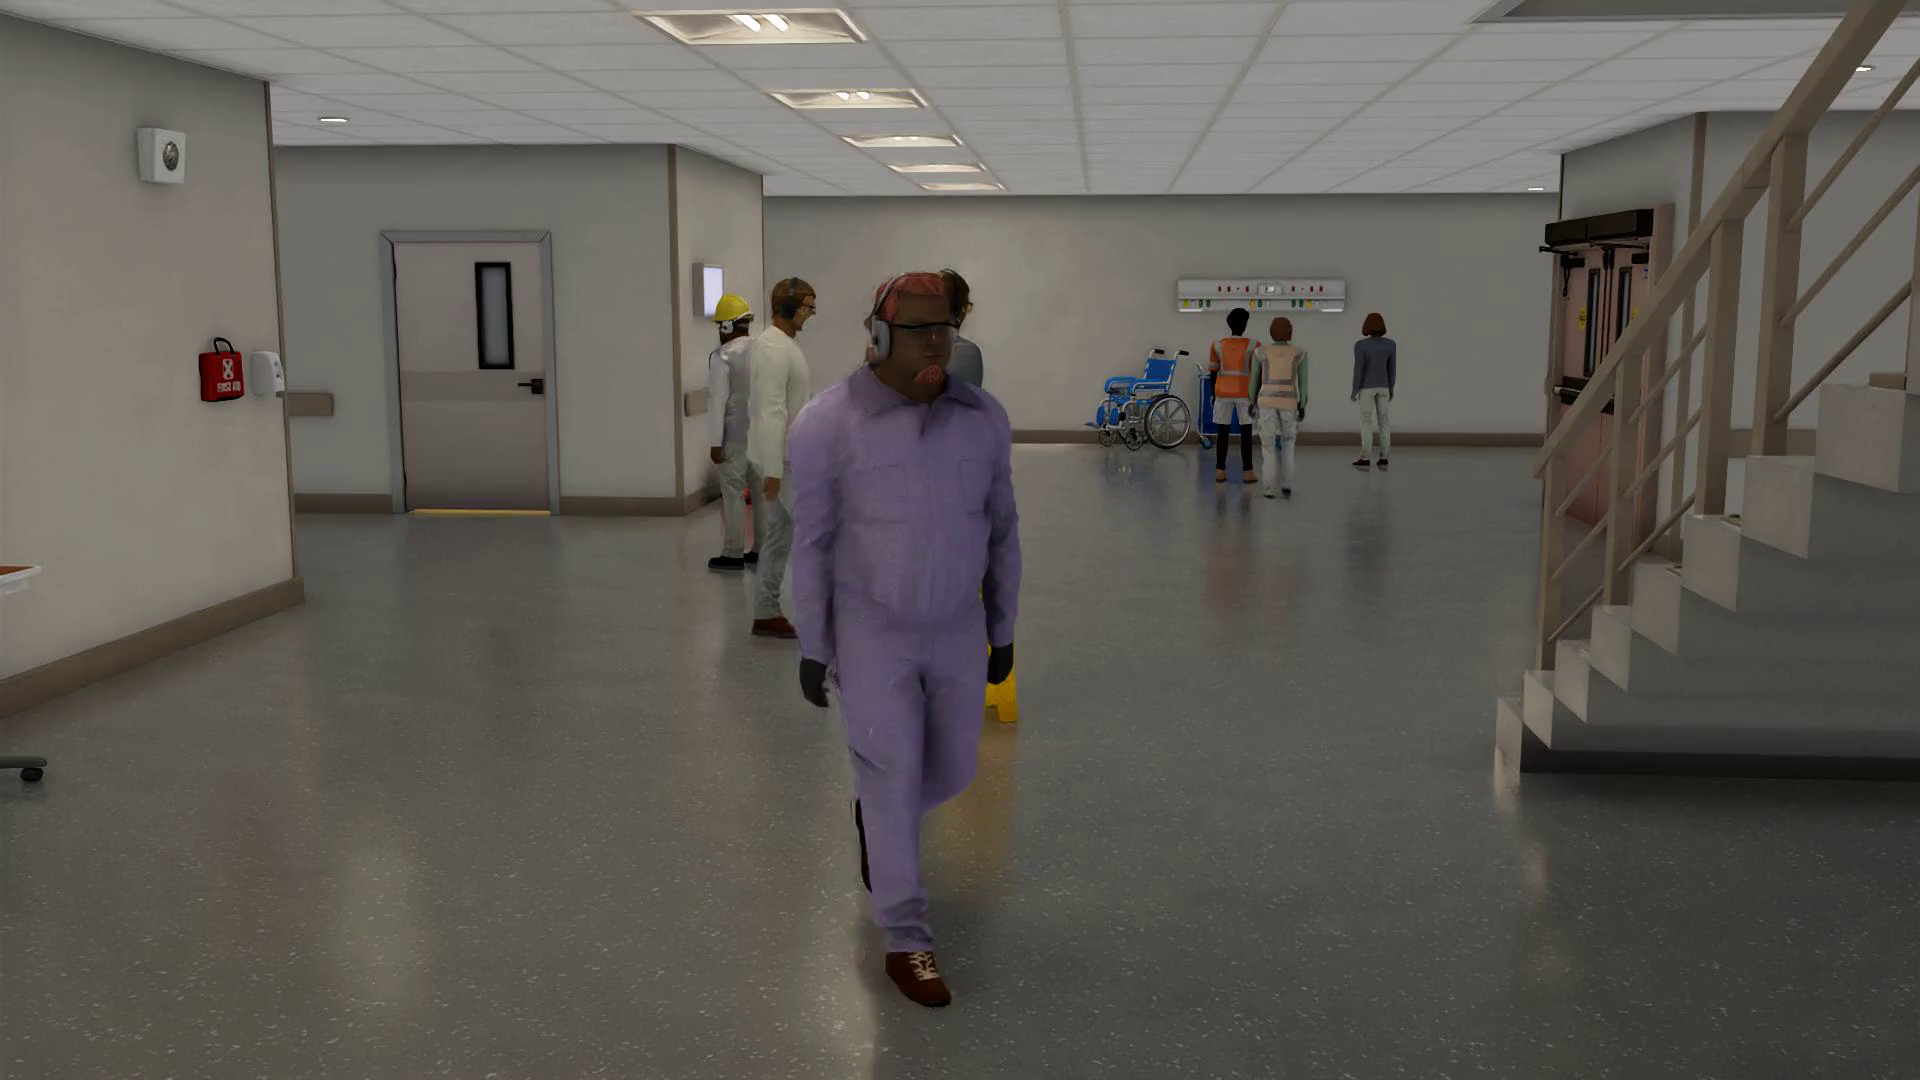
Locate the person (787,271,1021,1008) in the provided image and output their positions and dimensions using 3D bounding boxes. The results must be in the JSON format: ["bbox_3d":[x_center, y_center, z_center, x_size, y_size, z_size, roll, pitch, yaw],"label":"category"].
[{"bbox_3d":[-0.162,0.223,4.511,0.656,1.886,0.775,-4,9,-27],"label":"person"}]

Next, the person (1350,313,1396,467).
[{"bbox_3d":[4.374,-1.583,17.603,0.508,1.631,0.264,-3,9,-17],"label":"person"}]

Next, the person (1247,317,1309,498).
[{"bbox_3d":[2.866,-1.200,15.042,0.531,1.615,0.609,1,8,7],"label":"person"}]

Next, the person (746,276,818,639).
[{"bbox_3d":[-0.830,-0.405,8.658,0.559,1.914,0.632,-1,8,-7],"label":"person"}]

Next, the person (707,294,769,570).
[{"bbox_3d":[-1.462,-0.708,11.031,0.403,1.824,0.590,6,10,35],"label":"person"}]

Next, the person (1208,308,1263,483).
[{"bbox_3d":[2.671,-1.393,16.098,0.540,1.695,0.317,3,9,20],"label":"person"}]
